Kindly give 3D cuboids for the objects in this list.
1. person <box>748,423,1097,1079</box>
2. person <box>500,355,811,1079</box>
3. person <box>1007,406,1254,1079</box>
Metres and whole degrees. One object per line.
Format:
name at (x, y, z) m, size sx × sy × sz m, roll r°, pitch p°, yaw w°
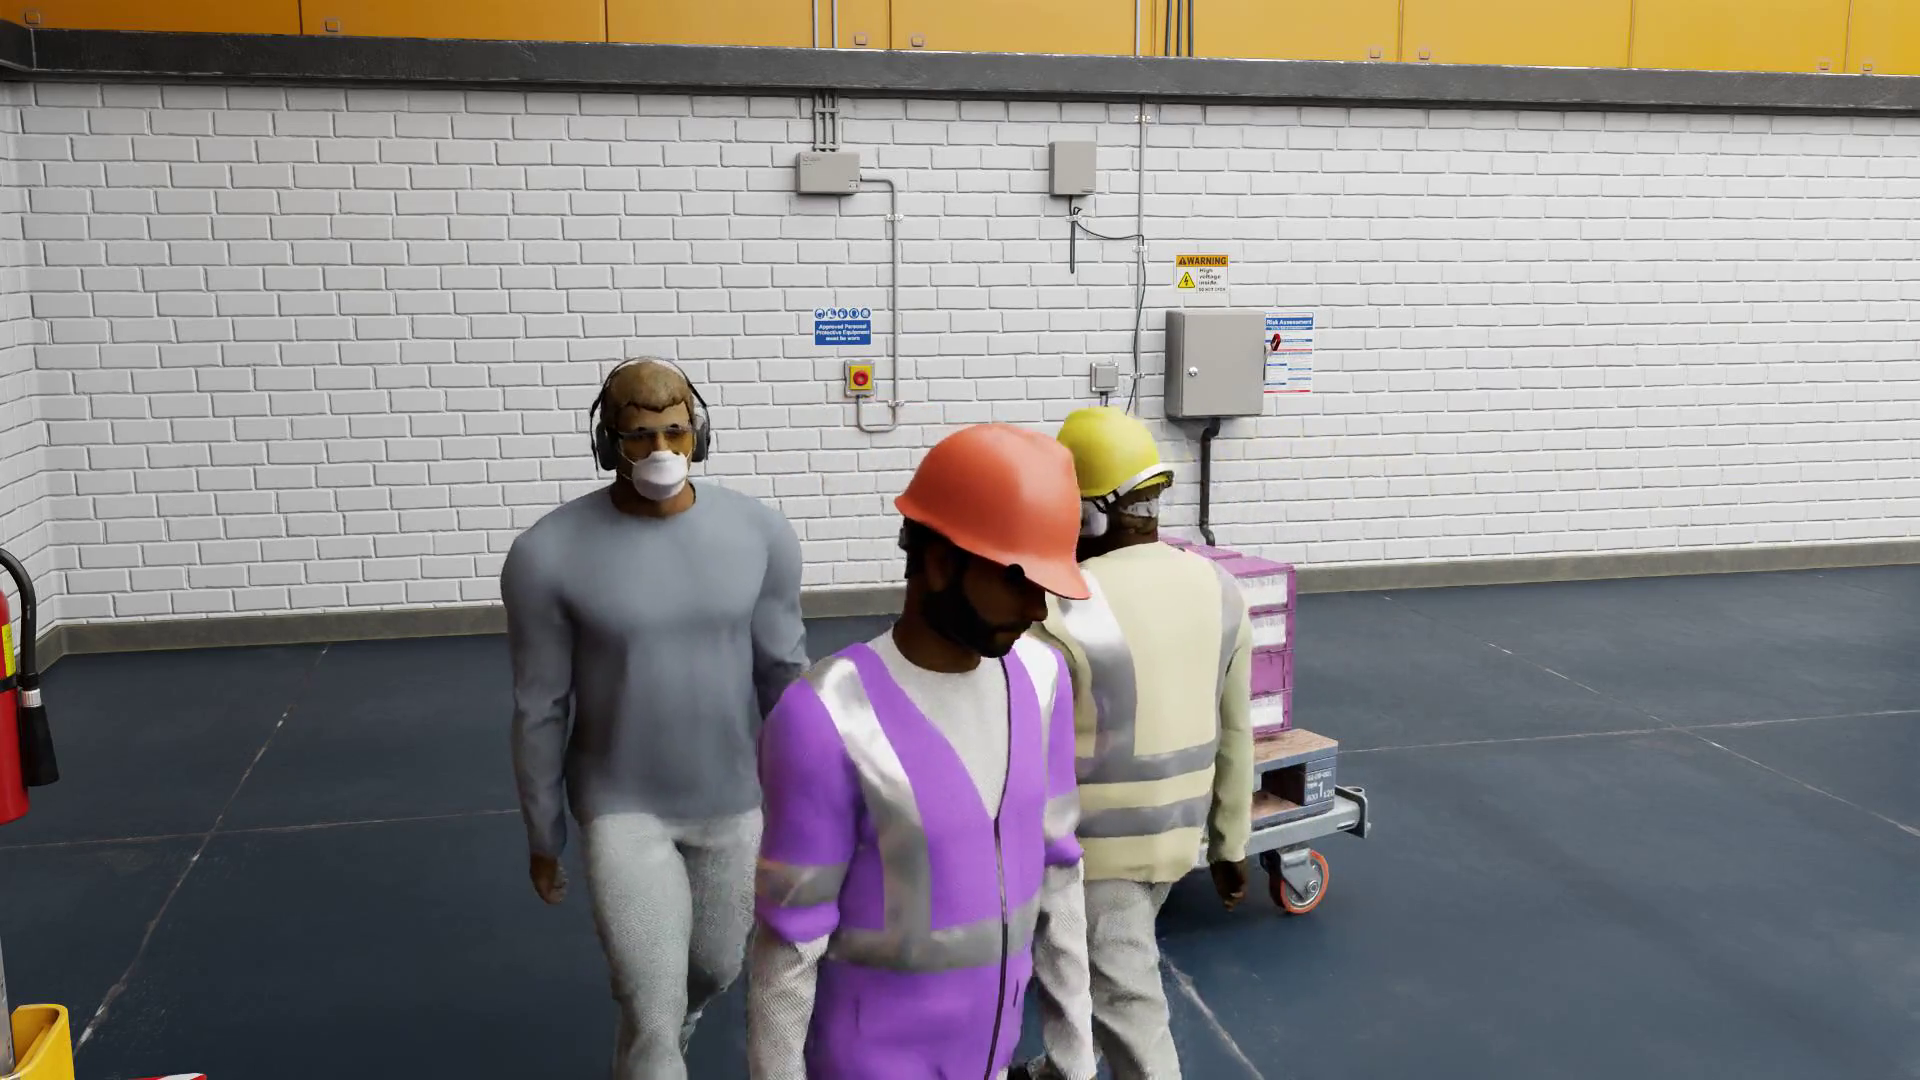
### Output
person at (-0.106, 0.749, 2.529) m, size 0.807 × 1.889 × 0.544 m, roll 9°, pitch 13°, yaw 40°
person at (-0.649, 0.548, 3.585) m, size 0.636 × 1.910 × 0.914 m, roll -5°, pitch 11°, yaw -25°
person at (0.262, 0.604, 3.572) m, size 0.582 × 1.778 × 0.909 m, roll -9°, pitch 14°, yaw -41°
